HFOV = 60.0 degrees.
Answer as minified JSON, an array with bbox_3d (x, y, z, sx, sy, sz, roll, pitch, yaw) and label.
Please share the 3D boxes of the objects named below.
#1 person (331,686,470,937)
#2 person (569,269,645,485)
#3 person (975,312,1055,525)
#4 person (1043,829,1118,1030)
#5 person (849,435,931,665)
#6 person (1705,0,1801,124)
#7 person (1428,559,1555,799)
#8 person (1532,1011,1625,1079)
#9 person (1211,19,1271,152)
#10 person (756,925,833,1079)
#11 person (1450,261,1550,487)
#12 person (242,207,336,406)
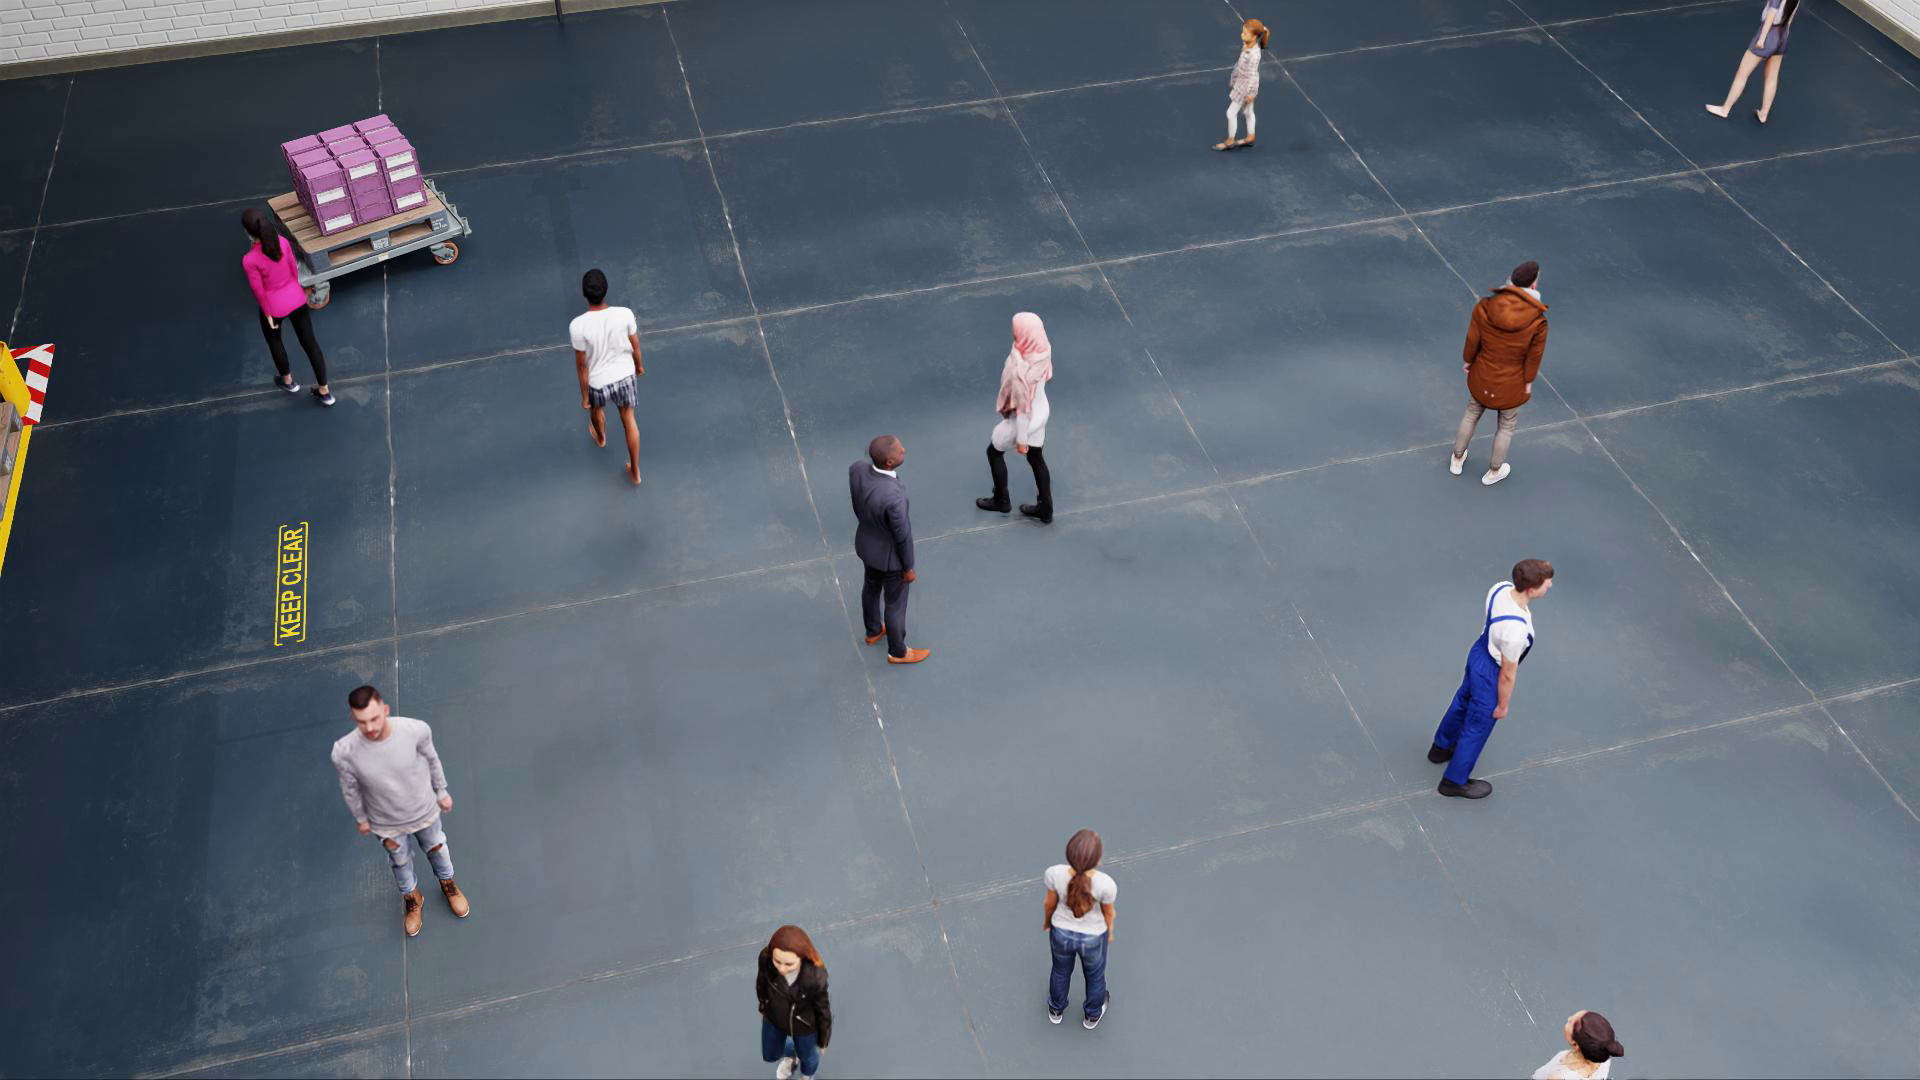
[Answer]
[{"bbox_3d":[-3.058,1.448,9.101,0.716,1.840,0.616,-16,46,-17],"label":"person"},{"bbox_3d":[-2.472,-1.101,11.881,0.740,1.697,1.012,-17,46,-17],"label":"person"},{"bbox_3d":[0.542,-0.797,11.500,0.947,1.782,0.888,23,48,22],"label":"person"},{"bbox_3d":[0.622,2.035,8.687,0.634,1.562,0.669,12,45,12],"label":"person"},{"bbox_3d":[-0.474,0.053,10.578,0.834,1.824,0.665,-26,50,-25],"label":"person"},{"bbox_3d":[7.708,-4.712,15.716,0.787,1.635,0.812,-18,46,-18],"label":"person"},{"bbox_3d":[3.112,0.789,9.789,0.732,1.847,0.591,0,44,0],"label":"person"},{"bbox_3d":[2.859,2.776,7.883,0.661,1.598,0.678,-27,50,-26],"label":"person"},{"bbox_3d":[2.735,-4.227,15.452,0.687,1.297,0.657,2,44,2],"label":"person"},{"bbox_3d":[-0.817,2.350,8.417,0.696,1.479,0.740,16,46,17],"label":"person"},{"bbox_3d":[3.851,-1.177,11.857,0.843,1.841,0.915,26,50,25],"label":"person"},{"bbox_3d":[-5.042,-1.724,12.548,0.933,1.680,0.829,31,52,29],"label":"person"}]
